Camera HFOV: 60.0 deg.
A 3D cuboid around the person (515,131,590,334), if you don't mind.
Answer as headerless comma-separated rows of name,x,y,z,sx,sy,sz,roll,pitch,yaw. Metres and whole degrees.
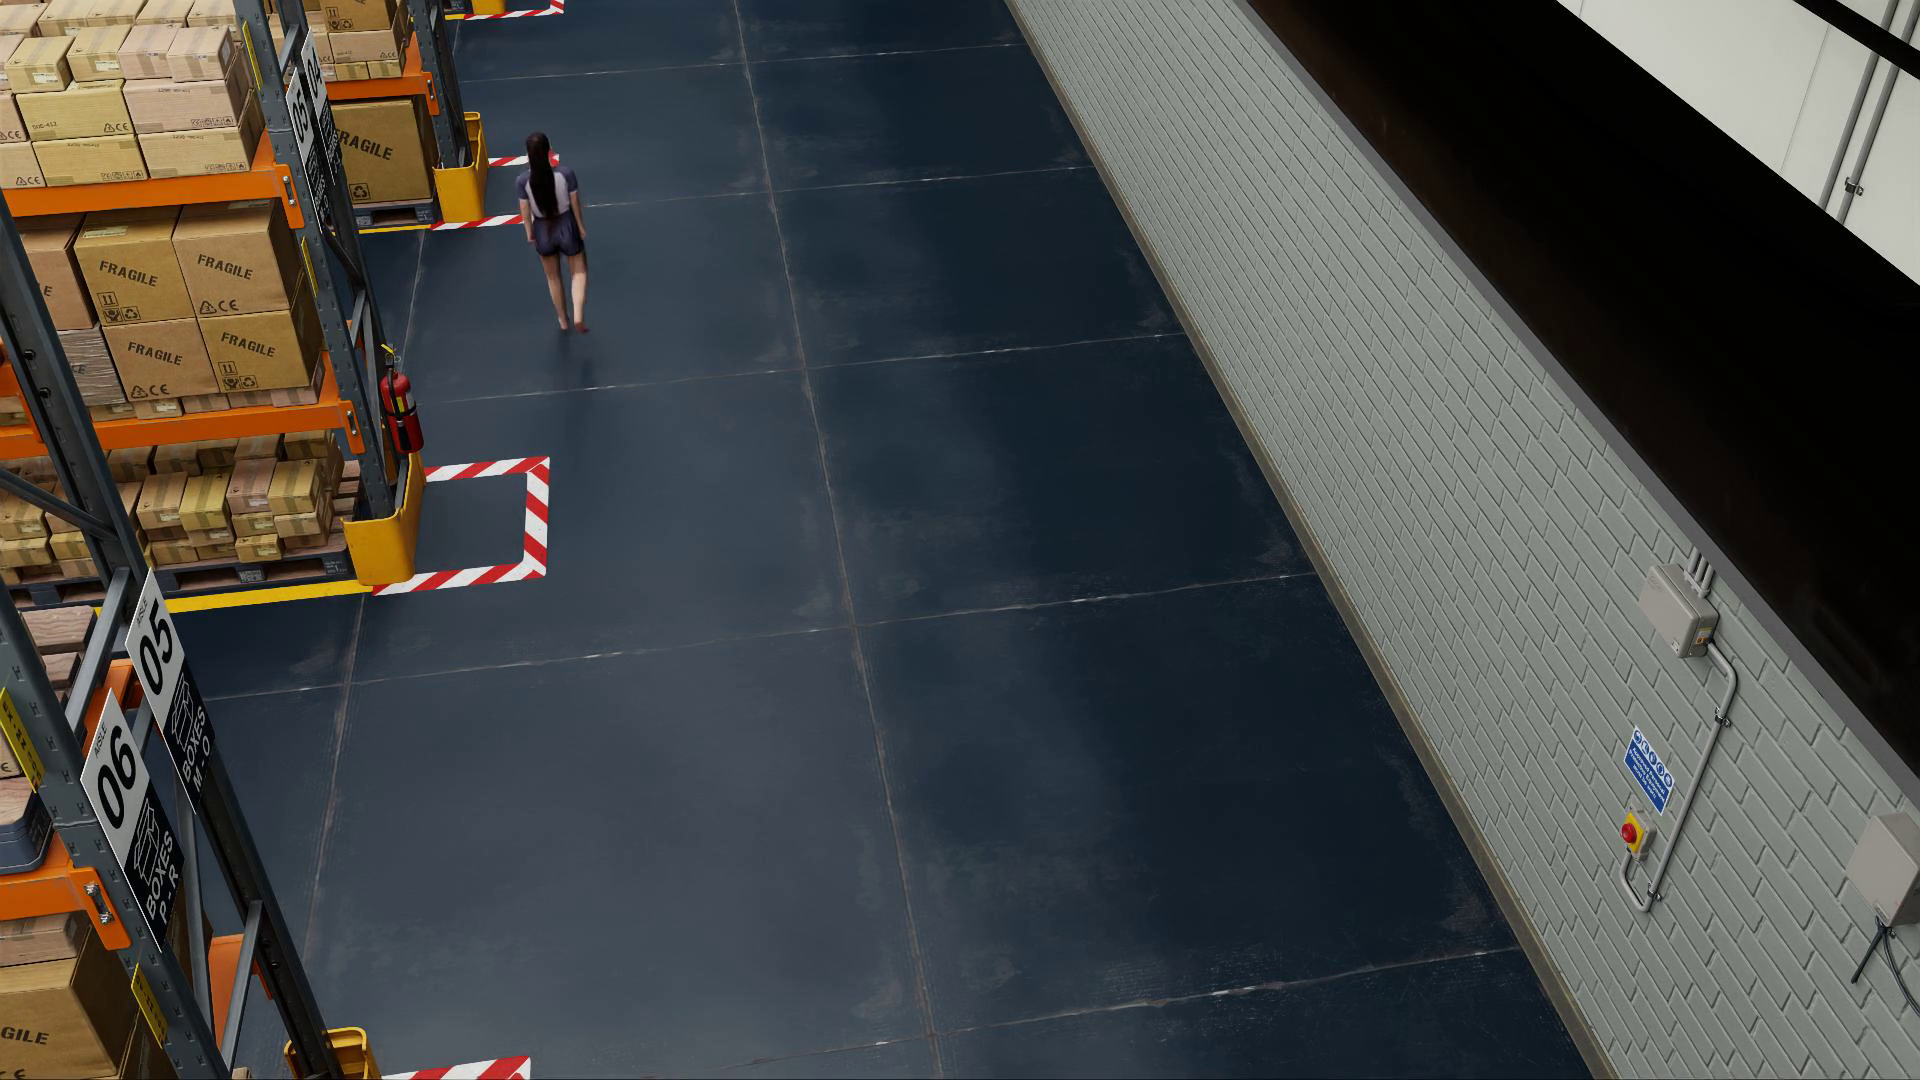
person,-2.995,-2.233,12.403,0.672,1.635,0.665,-7,39,-9
